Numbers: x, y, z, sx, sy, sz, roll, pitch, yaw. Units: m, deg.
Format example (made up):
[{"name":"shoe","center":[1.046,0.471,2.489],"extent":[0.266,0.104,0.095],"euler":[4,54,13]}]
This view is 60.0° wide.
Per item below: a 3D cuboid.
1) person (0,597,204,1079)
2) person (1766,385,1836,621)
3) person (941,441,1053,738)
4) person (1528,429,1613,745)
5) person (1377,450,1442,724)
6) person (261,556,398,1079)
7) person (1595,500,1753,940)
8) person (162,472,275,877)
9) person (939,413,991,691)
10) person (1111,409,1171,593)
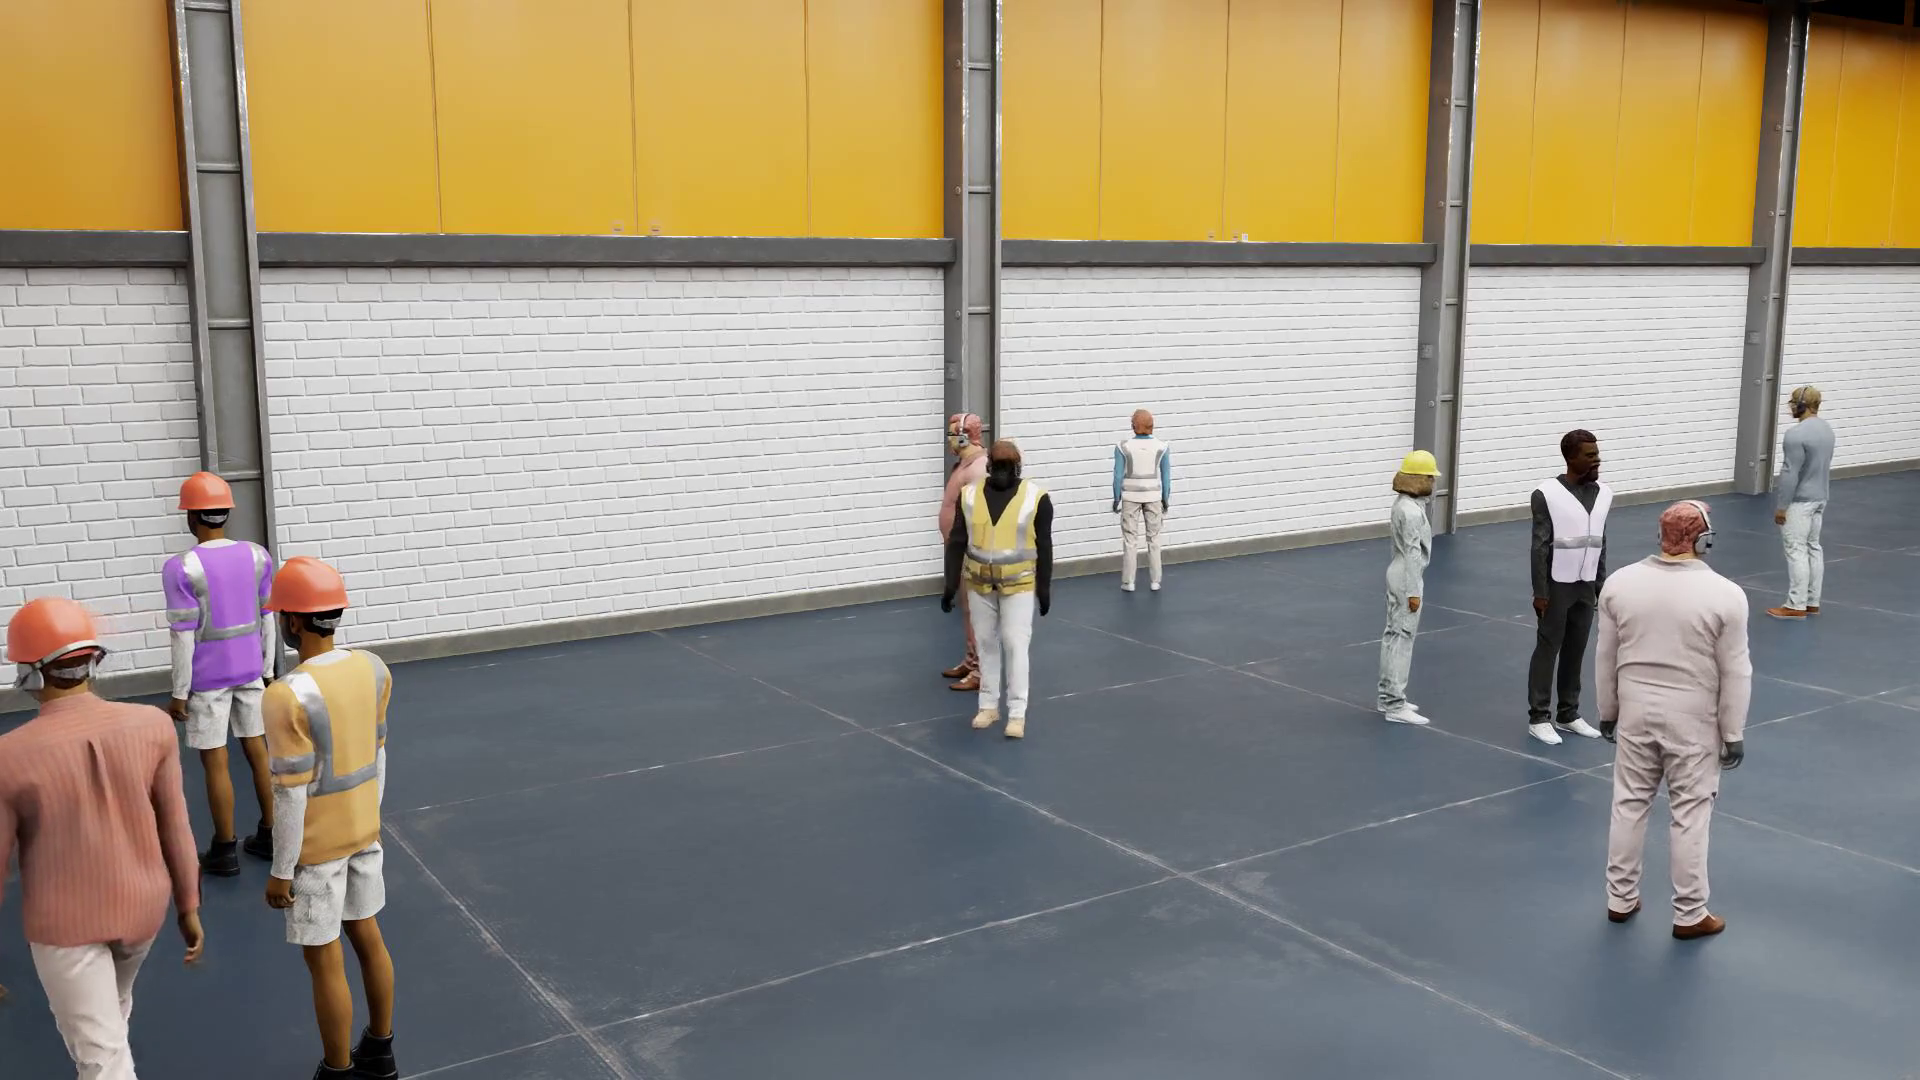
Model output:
[{"name":"person","center":[-2.616,1.135,5.013],"extent":[1.057,1.939,0.619],"euler":[6,11,34]},{"name":"person","center":[6.945,-0.308,13.700],"extent":[0.630,1.935,0.365],"euler":[-7,12,-38]},{"name":"person","center":[0.210,0.310,10.300],"extent":[0.656,1.827,0.636],"euler":[3,10,19]},{"name":"person","center":[3.732,0.277,10.206],"extent":[0.593,1.920,0.391],"euler":[-5,11,-26]},{"name":"person","center":[2.886,0.292,10.649],"extent":[0.325,1.740,0.492],"euler":[1,9,5]},{"name":"person","center":[-2.182,1.013,5.713],"extent":[0.354,1.939,0.545],"euler":[3,10,17]},{"name":"person","center":[3.112,0.772,7.259],"extent":[0.403,1.906,0.651],"euler":[-9,13,-44]},{"name":"person","center":[-3.550,0.638,7.974],"extent":[0.373,1.934,0.551],"euler":[6,11,32]},{"name":"person","center":[0.054,0.079,11.443],"extent":[0.399,1.905,0.642],"euler":[-1,9,-5]},{"name":"person","center":[1.610,-0.328,14.787],"extent":[0.533,1.648,0.435],"euler":[-1,9,-4]}]
